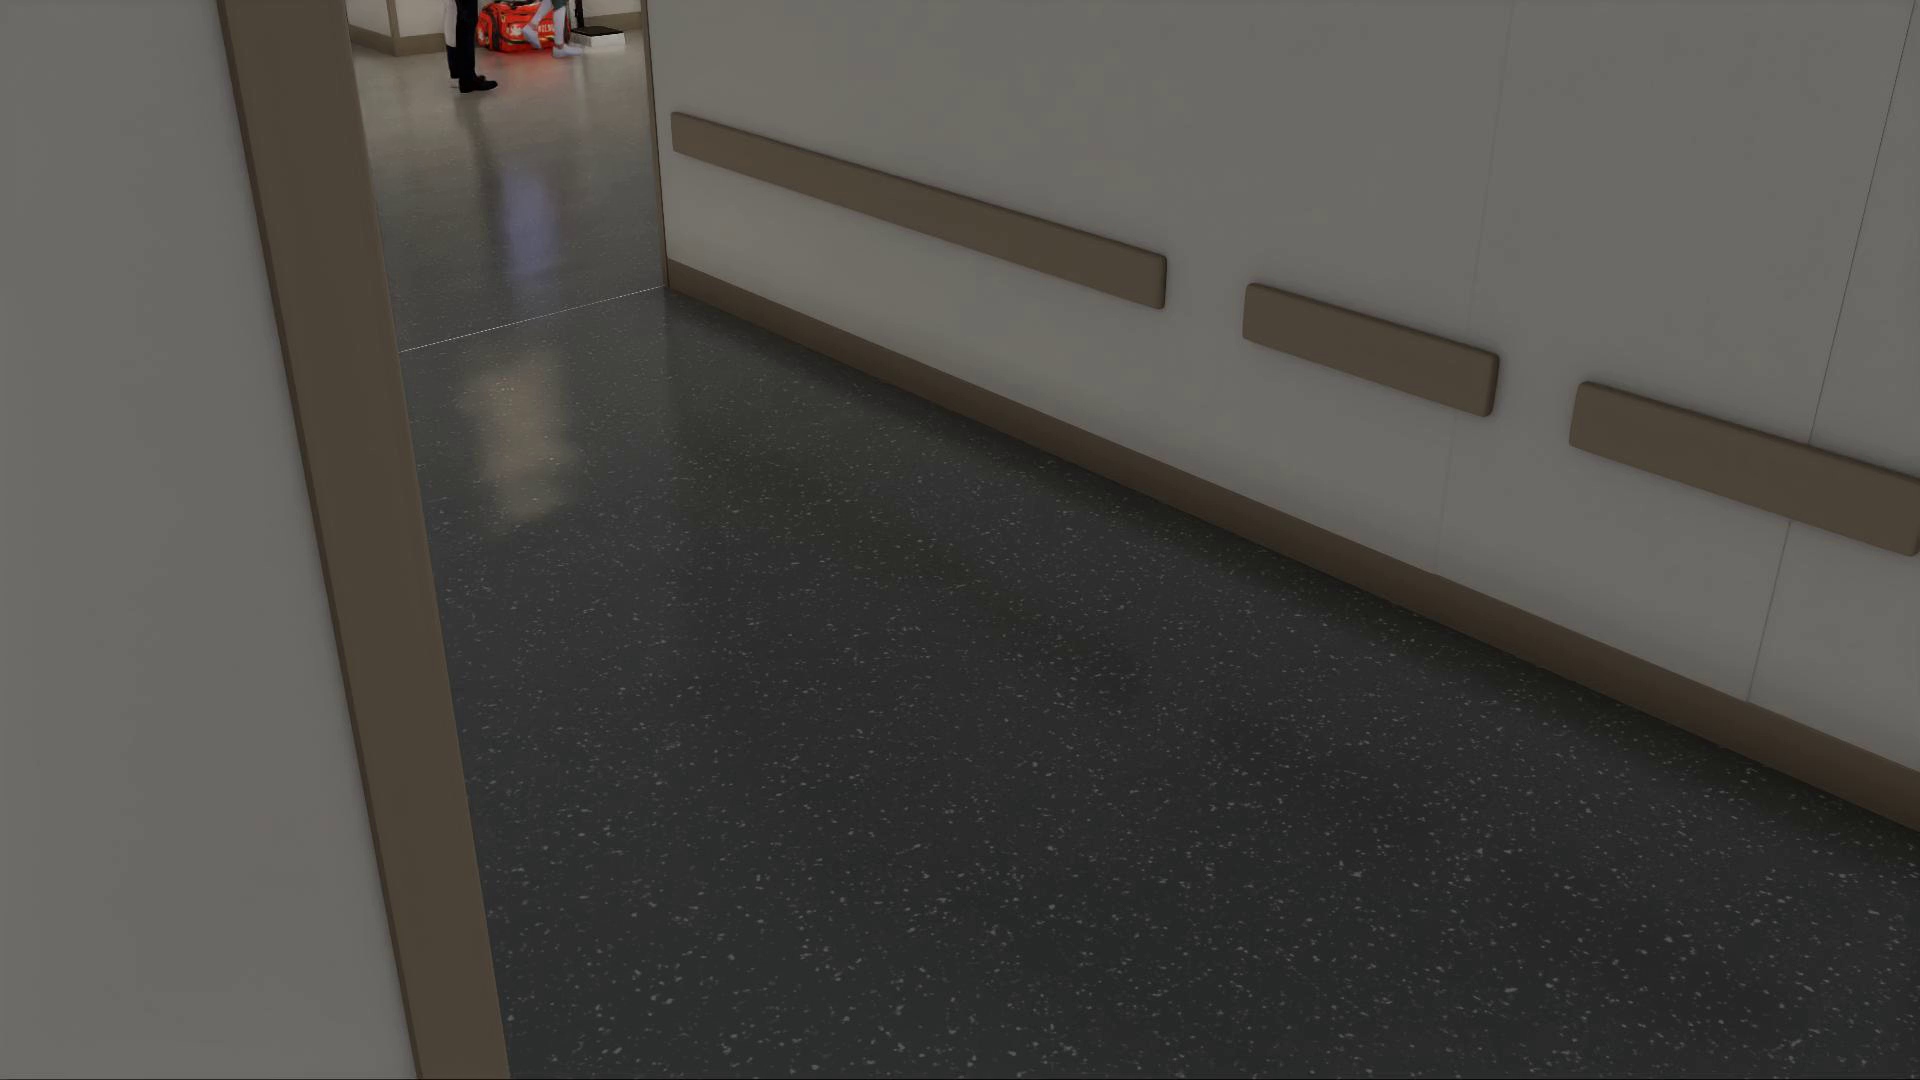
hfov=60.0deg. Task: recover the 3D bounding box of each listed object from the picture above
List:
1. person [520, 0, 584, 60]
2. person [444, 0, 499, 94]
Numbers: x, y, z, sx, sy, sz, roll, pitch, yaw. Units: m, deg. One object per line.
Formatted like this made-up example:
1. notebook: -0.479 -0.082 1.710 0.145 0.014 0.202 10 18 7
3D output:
1. person: -3.477 -4.871 13.879 0.757 1.687 0.613 -19 31 -33
2. person: -3.857 -4.404 12.677 0.593 1.890 0.690 -18 31 -33
